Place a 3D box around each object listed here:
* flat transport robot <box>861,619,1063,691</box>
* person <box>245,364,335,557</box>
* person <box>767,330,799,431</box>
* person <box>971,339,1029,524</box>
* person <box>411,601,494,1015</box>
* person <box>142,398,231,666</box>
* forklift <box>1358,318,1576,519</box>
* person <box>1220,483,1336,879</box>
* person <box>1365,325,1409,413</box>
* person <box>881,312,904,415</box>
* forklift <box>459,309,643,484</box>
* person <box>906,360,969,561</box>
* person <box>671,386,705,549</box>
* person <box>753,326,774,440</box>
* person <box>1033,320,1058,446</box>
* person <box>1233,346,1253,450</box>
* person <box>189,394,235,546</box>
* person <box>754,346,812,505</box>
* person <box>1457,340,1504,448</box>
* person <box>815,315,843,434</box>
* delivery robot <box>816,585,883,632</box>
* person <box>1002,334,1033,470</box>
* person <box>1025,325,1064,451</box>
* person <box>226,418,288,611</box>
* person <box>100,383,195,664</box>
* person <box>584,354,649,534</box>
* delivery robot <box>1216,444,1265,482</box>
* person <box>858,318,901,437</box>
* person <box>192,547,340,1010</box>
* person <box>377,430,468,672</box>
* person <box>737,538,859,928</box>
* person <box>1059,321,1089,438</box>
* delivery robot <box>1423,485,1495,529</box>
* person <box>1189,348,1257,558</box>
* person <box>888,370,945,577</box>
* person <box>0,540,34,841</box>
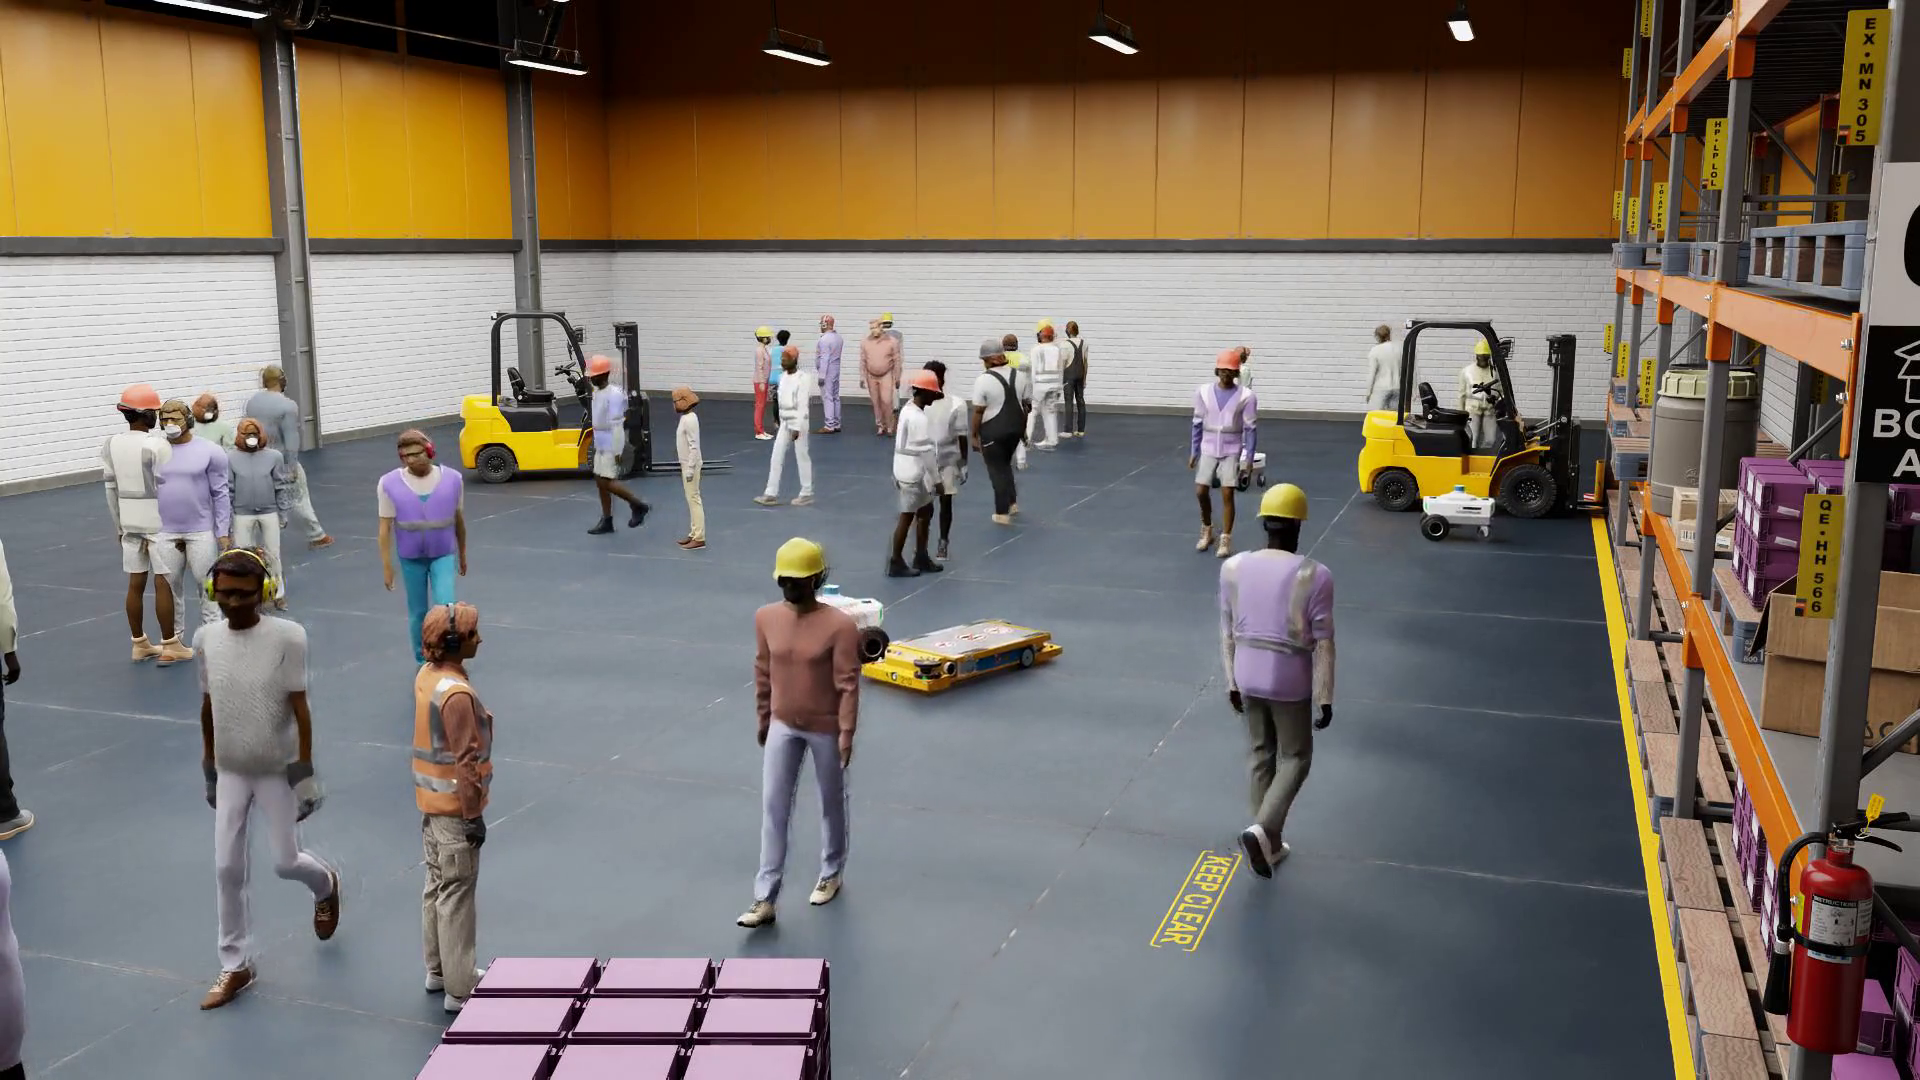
[{"bbox_3d":[0.034,0.802,11.887,0.652,0.197,1.431,9,14,42],"label":"flat transport robot"},{"bbox_3d":[-6.694,-0.779,16.297,0.645,1.875,1.010,4,11,21],"label":"person"},{"bbox_3d":[-2.859,-2.549,26.825,0.539,1.659,0.724,2,10,9],"label":"person"},{"bbox_3d":[0.385,-1.197,18.160,0.701,2.000,0.574,-8,13,-37],"label":"person"},{"bbox_3d":[-2.008,1.054,6.614,0.312,1.639,0.520,-6,12,-31],"label":"person"},{"bbox_3d":[-5.594,-0.055,12.015,0.627,1.940,0.371,-2,10,-10],"label":"person"},{"bbox_3d":[5.787,-1.437,19.079,2.313,2.155,1.214,3,11,19],"label":"forklift"},{"bbox_3d":[1.478,0.688,7.951,0.593,1.905,0.606,7,12,35],"label":"person"},{"bbox_3d":[6.033,-2.082,23.542,0.777,1.910,0.411,-3,11,-17],"label":"person"},{"bbox_3d":[-1.298,-3.136,29.667,0.599,1.832,0.404,-4,11,-21],"label":"person"},{"bbox_3d":[-5.354,-1.902,21.697,2.313,2.155,1.214,-2,10,-13],"label":"forklift"},{"bbox_3d":[-0.223,-0.751,15.905,0.626,1.941,0.507,0,10,0],"label":"person"},{"bbox_3d":[-2.722,-0.723,16.635,0.288,1.632,0.505,-3,10,-14],"label":"person"},{"bbox_3d":[-3.073,-2.452,26.001,0.322,1.769,0.523,0,10,2],"label":"person"},{"bbox_3d":[1.305,-2.355,25.102,0.373,1.905,0.698,3,11,17],"label":"person"},{"bbox_3d":[3.866,-1.865,23.055,0.309,1.640,0.511,-5,11,-25],"label":"person"},{"bbox_3d":[-7.404,-0.663,16.421,0.496,1.591,0.830,-4,11,-19],"label":"person"},{"bbox_3d":[-2.030,-1.295,19.240,0.587,1.858,0.789,10,14,44],"label":"person"},{"bbox_3d":[6.740,-1.680,21.513,0.612,1.814,0.444,2,10,10],"label":"person"},{"bbox_3d":[-2.135,-2.667,26.819,0.407,1.906,0.655,4,11,19],"label":"person"},{"bbox_3d":[-0.931,0.571,12.124,0.707,0.478,0.477,-4,11,-19],"label":"delivery robot"},{"bbox_3d":[0.675,-1.866,22.498,0.633,1.839,0.429,1,10,3],"label":"person"},{"bbox_3d":[1.205,-2.228,24.523,0.705,1.865,0.475,-7,12,-34],"label":"person"},{"bbox_3d":[-5.810,-0.202,13.727,0.502,1.627,0.276,-6,11,-28],"label":"person"},{"bbox_3d":[-5.862,-0.111,12.036,0.606,2.044,0.373,3,11,17],"label":"person"},{"bbox_3d":[-3.635,-0.994,17.379,0.605,1.910,0.580,-6,12,-31],"label":"person"},{"bbox_3d":[3.492,-0.959,20.742,0.707,0.478,0.477,-10,14,-44],"label":"delivery robot"},{"bbox_3d":[-1.281,-2.558,26.311,0.656,1.872,0.676,2,10,11],"label":"person"},{"bbox_3d":[-2.829,0.918,6.809,0.546,1.850,0.716,1,10,5],"label":"person"},{"bbox_3d":[-3.630,0.141,11.317,0.592,1.793,0.912,-4,11,-21],"label":"person"},{"bbox_3d":[-0.728,0.862,7.404,0.552,1.729,0.826,3,11,18],"label":"person"},{"bbox_3d":[1.779,-2.525,26.205,0.506,1.842,0.346,-6,11,-29],"label":"person"},{"bbox_3d":[5.148,-0.326,17.172,0.707,0.478,0.477,2,10,13],"label":"delivery robot"},{"bbox_3d":[2.557,-0.854,16.237,0.655,2.038,0.422,4,11,22],"label":"person"},{"bbox_3d":[-0.354,-0.592,15.140,0.699,1.901,0.558,-2,10,-9],"label":"person"},{"bbox_3d":[-5.082,0.560,8.415,0.608,1.988,0.387,-2,10,-12],"label":"person"}]
